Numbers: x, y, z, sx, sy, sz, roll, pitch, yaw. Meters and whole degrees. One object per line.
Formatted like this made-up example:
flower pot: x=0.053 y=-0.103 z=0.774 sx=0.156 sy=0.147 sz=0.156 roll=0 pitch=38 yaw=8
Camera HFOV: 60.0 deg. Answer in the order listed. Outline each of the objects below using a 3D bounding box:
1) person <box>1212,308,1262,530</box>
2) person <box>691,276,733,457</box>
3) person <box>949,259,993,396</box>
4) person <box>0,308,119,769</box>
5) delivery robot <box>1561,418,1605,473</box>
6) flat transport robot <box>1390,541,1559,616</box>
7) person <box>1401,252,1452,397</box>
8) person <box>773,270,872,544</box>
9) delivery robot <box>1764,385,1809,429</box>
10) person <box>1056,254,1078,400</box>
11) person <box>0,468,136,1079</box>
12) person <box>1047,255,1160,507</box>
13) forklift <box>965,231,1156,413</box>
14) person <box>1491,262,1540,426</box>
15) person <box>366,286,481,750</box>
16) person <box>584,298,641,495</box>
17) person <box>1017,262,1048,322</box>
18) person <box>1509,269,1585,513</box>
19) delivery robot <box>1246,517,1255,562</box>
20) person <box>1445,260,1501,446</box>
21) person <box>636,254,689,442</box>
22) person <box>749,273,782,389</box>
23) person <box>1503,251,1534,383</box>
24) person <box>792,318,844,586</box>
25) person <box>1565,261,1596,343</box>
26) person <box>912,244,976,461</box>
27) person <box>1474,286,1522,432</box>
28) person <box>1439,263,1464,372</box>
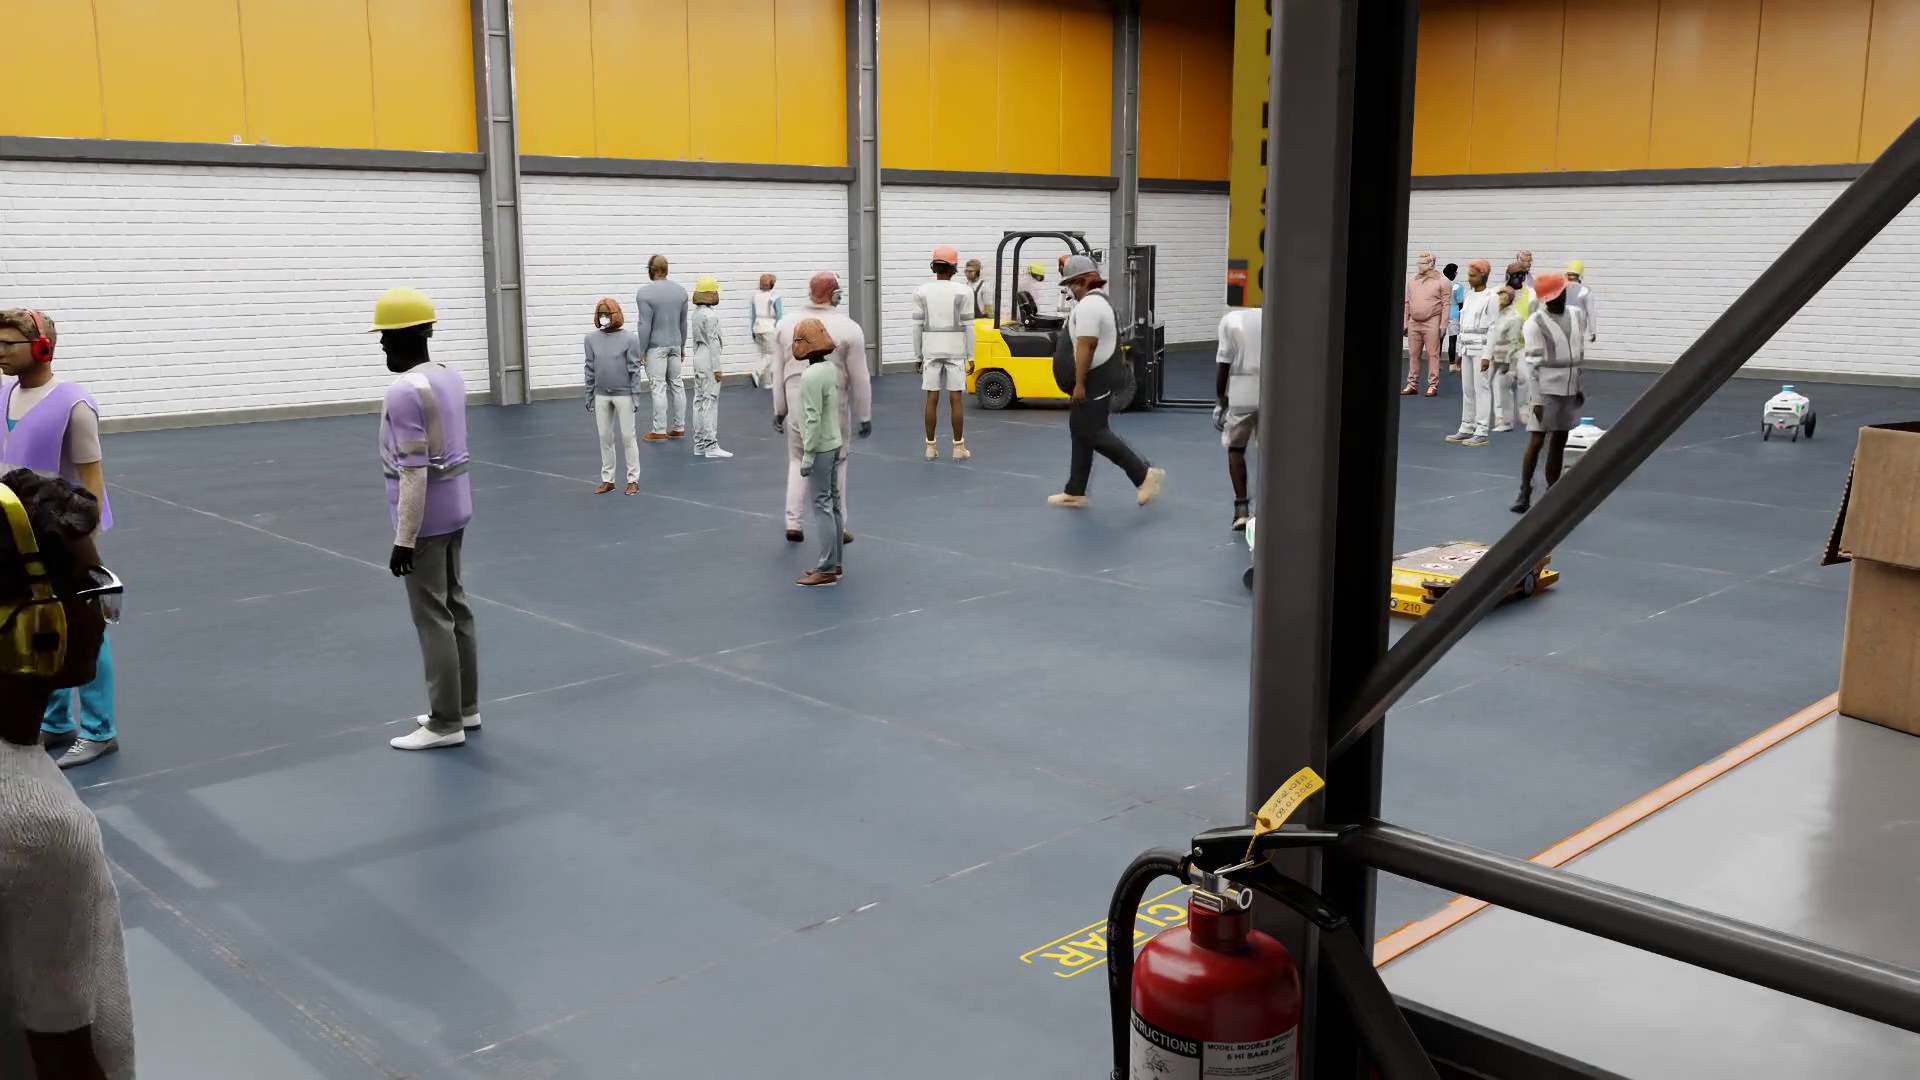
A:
person: x=2.096 y=-0.980 z=11.723 sx=0.638 sy=1.949 sz=0.467 roll=1 pitch=10 yaw=5
person: x=-2.422 y=-1.670 z=16.065 sx=0.294 sy=1.744 sz=0.486 roll=-6 pitch=12 yaw=-31
person: x=0.135 y=-2.834 z=22.226 sx=0.898 sy=1.797 sz=0.569 roll=-6 pitch=12 yaw=-31
person: x=-3.661 y=-0.010 z=6.724 sx=0.563 sy=1.847 sz=0.389 roll=6 pitch=12 yaw=28
delivery robot: x=5.406 y=-0.813 z=14.378 sx=0.477 sy=0.478 sz=0.707 roll=7 pitch=12 yaw=32
flat transport robot: x=2.912 y=0.216 z=9.797 sx=0.652 sy=0.197 sz=1.431 roll=10 pitch=14 yaw=43
person: x=6.162 y=-2.854 z=22.084 sx=0.652 sy=1.903 sz=0.404 roll=10 pitch=14 yaw=43
person: x=-0.932 y=-0.886 z=11.367 sx=0.698 sy=1.898 sz=0.443 roll=3 pitch=11 yaw=17
delivery robot: x=8.684 y=-1.379 z=17.463 sx=0.477 sy=0.478 sz=0.707 roll=7 pitch=13 yaw=33
person: x=1.410 y=-2.761 z=21.622 sx=0.356 sy=1.887 sz=0.572 roll=-1 pitch=10 yaw=-4
person: x=-1.205 y=0.838 z=2.075 sx=0.542 sy=1.857 sz=0.579 roll=8 pitch=13 yaw=36
person: x=1.134 y=-1.251 z=12.964 sx=0.836 sy=2.000 sz=0.736 roll=2 pitch=11 yaw=11
forklift: x=1.222 y=-2.721 z=20.561 sx=2.313 sy=2.155 sz=1.214 roll=2 pitch=11 yaw=13
person: x=6.173 y=-2.188 z=18.646 sx=0.640 sy=1.841 sz=0.428 roll=2 pitch=11 yaw=10
person: x=-2.240 y=-0.086 z=6.929 sx=0.382 sy=1.922 sz=0.594 roll=1 pitch=10 yaw=3
person: x=-2.858 y=-1.178 z=13.708 sx=0.501 sy=1.626 sz=0.282 roll=3 pitch=11 yaw=14
person: x=1.063 y=-3.306 z=25.031 sx=0.759 sy=1.722 sz=0.541 roll=-2 pitch=11 yaw=-9
person: x=4.599 y=-1.134 z=12.790 sx=0.671 sy=1.884 sz=0.367 roll=-5 pitch=12 yaw=-27
delivery robot: x=2.086 y=-0.007 z=9.983 sx=0.707 sy=0.478 sz=0.477 roll=4 pitch=11 yaw=23
person: x=5.250 y=-1.902 z=16.947 sx=0.355 sy=1.883 sz=0.576 roll=-3 pitch=11 yaw=-15
person: x=-3.085 y=-1.978 z=17.210 sx=0.372 sy=1.940 sz=0.627 roll=9 pitch=14 yaw=40
person: x=-2.707 y=-2.850 z=22.848 sx=0.526 sy=1.621 sz=0.635 roll=7 pitch=12 yaw=33
person: x=8.160 y=-3.249 z=24.231 sx=0.652 sy=1.904 sz=0.402 roll=-9 pitch=14 yaw=-41
person: x=-0.870 y=-0.532 z=10.159 sx=0.285 sy=1.631 sz=0.501 roll=2 pitch=11 yaw=10
person: x=8.289 y=-2.871 z=22.519 sx=0.621 sy=1.780 sz=0.938 roll=9 pitch=14 yaw=40
person: x=-0.145 y=-1.768 z=15.779 sx=0.608 sy=2.044 sz=0.377 roll=2 pitch=11 yaw=11
person: x=5.732 y=-1.922 z=17.839 sx=0.794 sy=1.586 sz=0.570 roll=-8 pitch=13 yaw=-36
person: x=7.650 y=-3.477 z=26.042 sx=0.318 sy=1.696 sz=0.536 roll=-10 pitch=14 yaw=-44
